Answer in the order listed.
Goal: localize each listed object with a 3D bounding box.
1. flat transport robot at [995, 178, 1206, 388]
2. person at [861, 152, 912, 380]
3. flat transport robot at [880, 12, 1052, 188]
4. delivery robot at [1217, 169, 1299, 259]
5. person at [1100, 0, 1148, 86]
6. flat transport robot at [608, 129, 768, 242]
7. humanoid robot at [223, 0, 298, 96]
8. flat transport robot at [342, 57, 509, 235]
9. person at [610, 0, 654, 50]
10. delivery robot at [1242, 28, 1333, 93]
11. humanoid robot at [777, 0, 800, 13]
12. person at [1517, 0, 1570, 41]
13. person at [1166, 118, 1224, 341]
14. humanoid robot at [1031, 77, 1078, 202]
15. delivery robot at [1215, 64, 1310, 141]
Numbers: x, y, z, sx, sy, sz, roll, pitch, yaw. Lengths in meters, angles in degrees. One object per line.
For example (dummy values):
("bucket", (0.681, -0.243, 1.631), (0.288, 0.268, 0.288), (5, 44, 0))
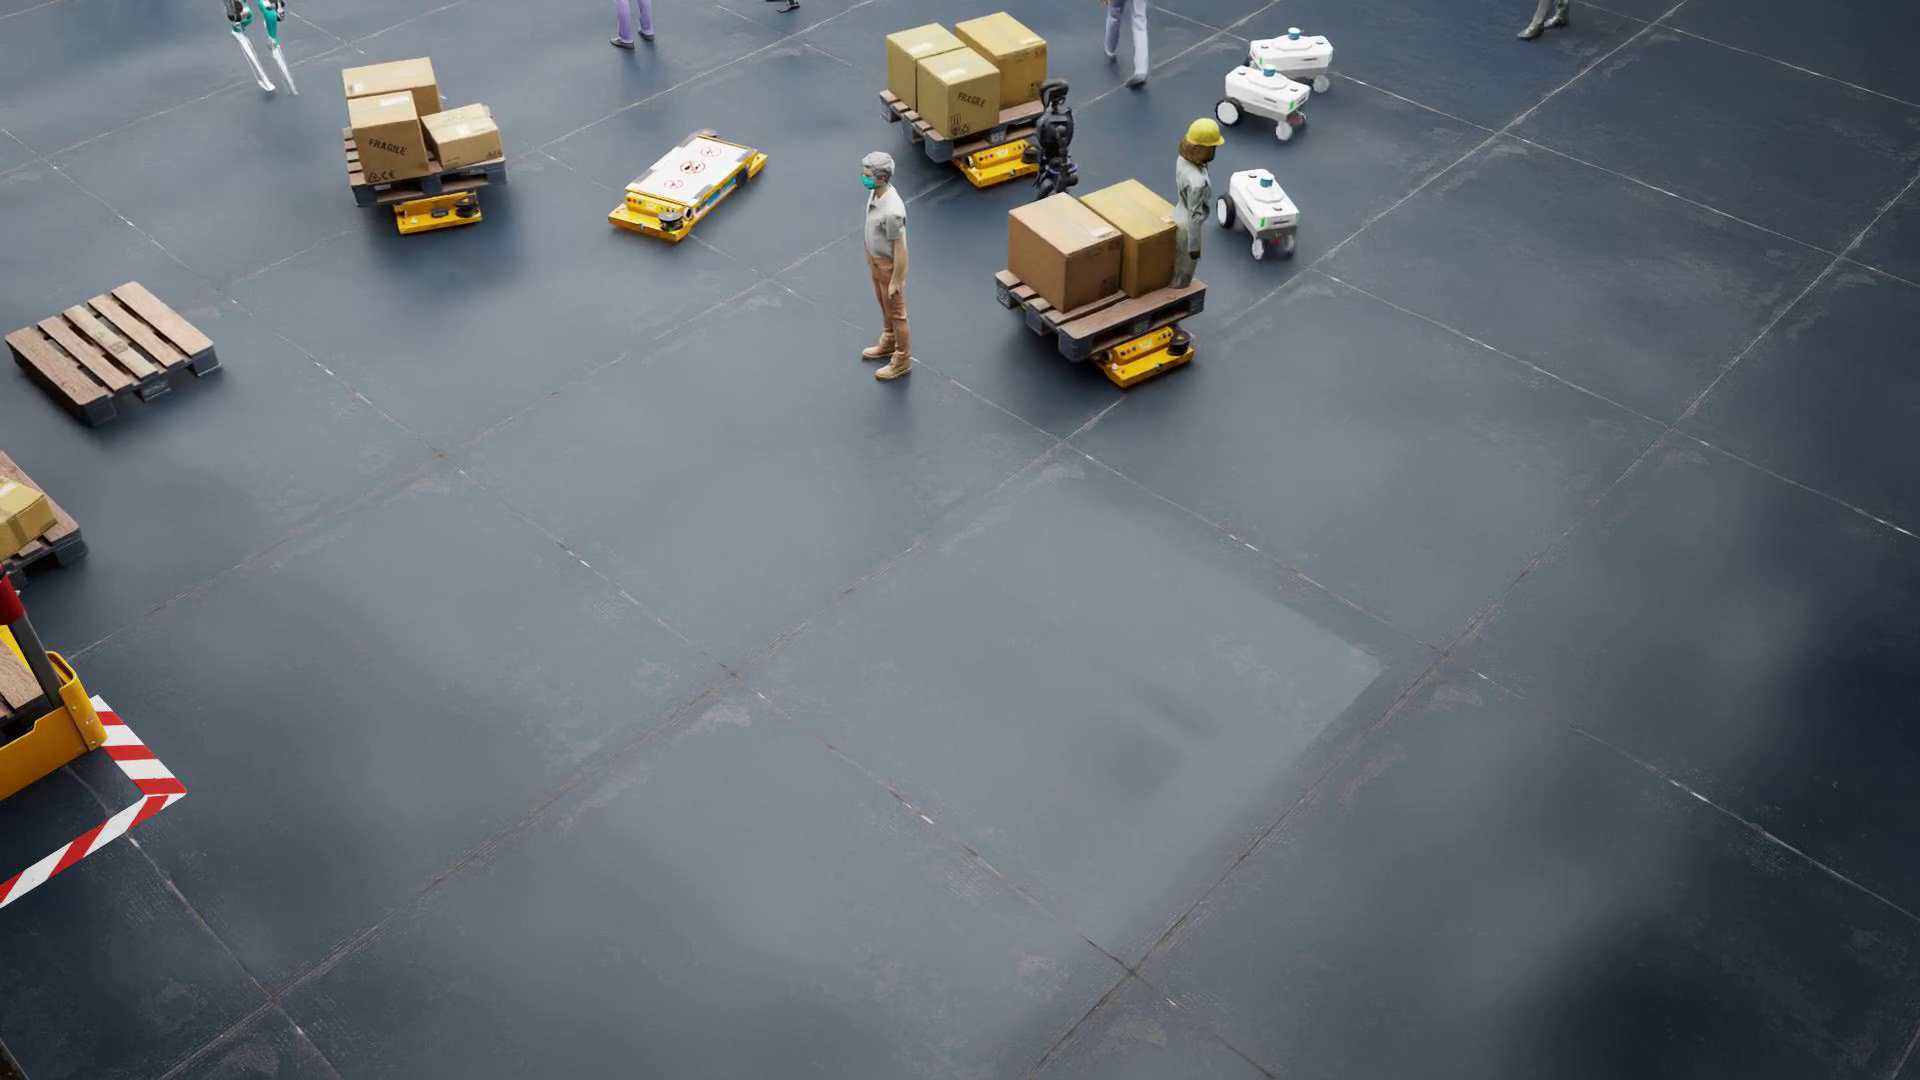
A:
("flat transport robot", (1.033, -1.652, 12.363), (0.659, 0.231, 1.431), (-24, 47, -24))
("person", (-0.517, -1.908, 11.542), (0.318, 1.746, 0.476), (-13, 44, -14))
("flat transport robot", (0.081, -3.522, 14.440), (0.659, 0.231, 1.431), (-21, 46, -22))
("delivery robot", (2.408, -2.645, 13.239), (0.499, 0.577, 0.769), (-10, 43, -11))
("person", (1.545, -5.034, 14.985), (0.580, 1.798, 0.930), (-4, 42, -5))
("flat transport robot", (-2.247, -2.961, 13.817), (0.659, 0.231, 1.431), (18, 45, 19))
("humanoid robot", (-6.308, -4.741, 14.741), (0.540, 1.844, 0.747), (-31, 50, -30))
("flat transport robot", (-4.421, -3.023, 13.886), (0.659, 0.231, 1.431), (-13, 44, -14))
("person", (-3.134, -5.471, 15.428), (0.563, 1.846, 0.391), (-32, 51, -31))
("delivery robot", (2.991, -4.361, 15.165), (0.801, 0.602, 0.499), (-6, 42, -7))
("humanoid robot", (-1.781, -5.966, 16.093), (0.315, 1.657, 0.599), (-17, 45, -18))
("person", (5.629, -5.636, 15.630), (0.817, 1.818, 0.562), (-11, 43, -12))
("person", (1.637, -2.228, 11.910), (0.338, 1.732, 0.481), (-3, 42, -3))
("humanoid robot", (0.684, -2.672, 12.449), (0.395, 1.649, 0.611), (-9, 43, -10))
("delivery robot", (2.686, -3.903, 14.627), (0.738, 0.563, 0.499), (27, 48, 26))
